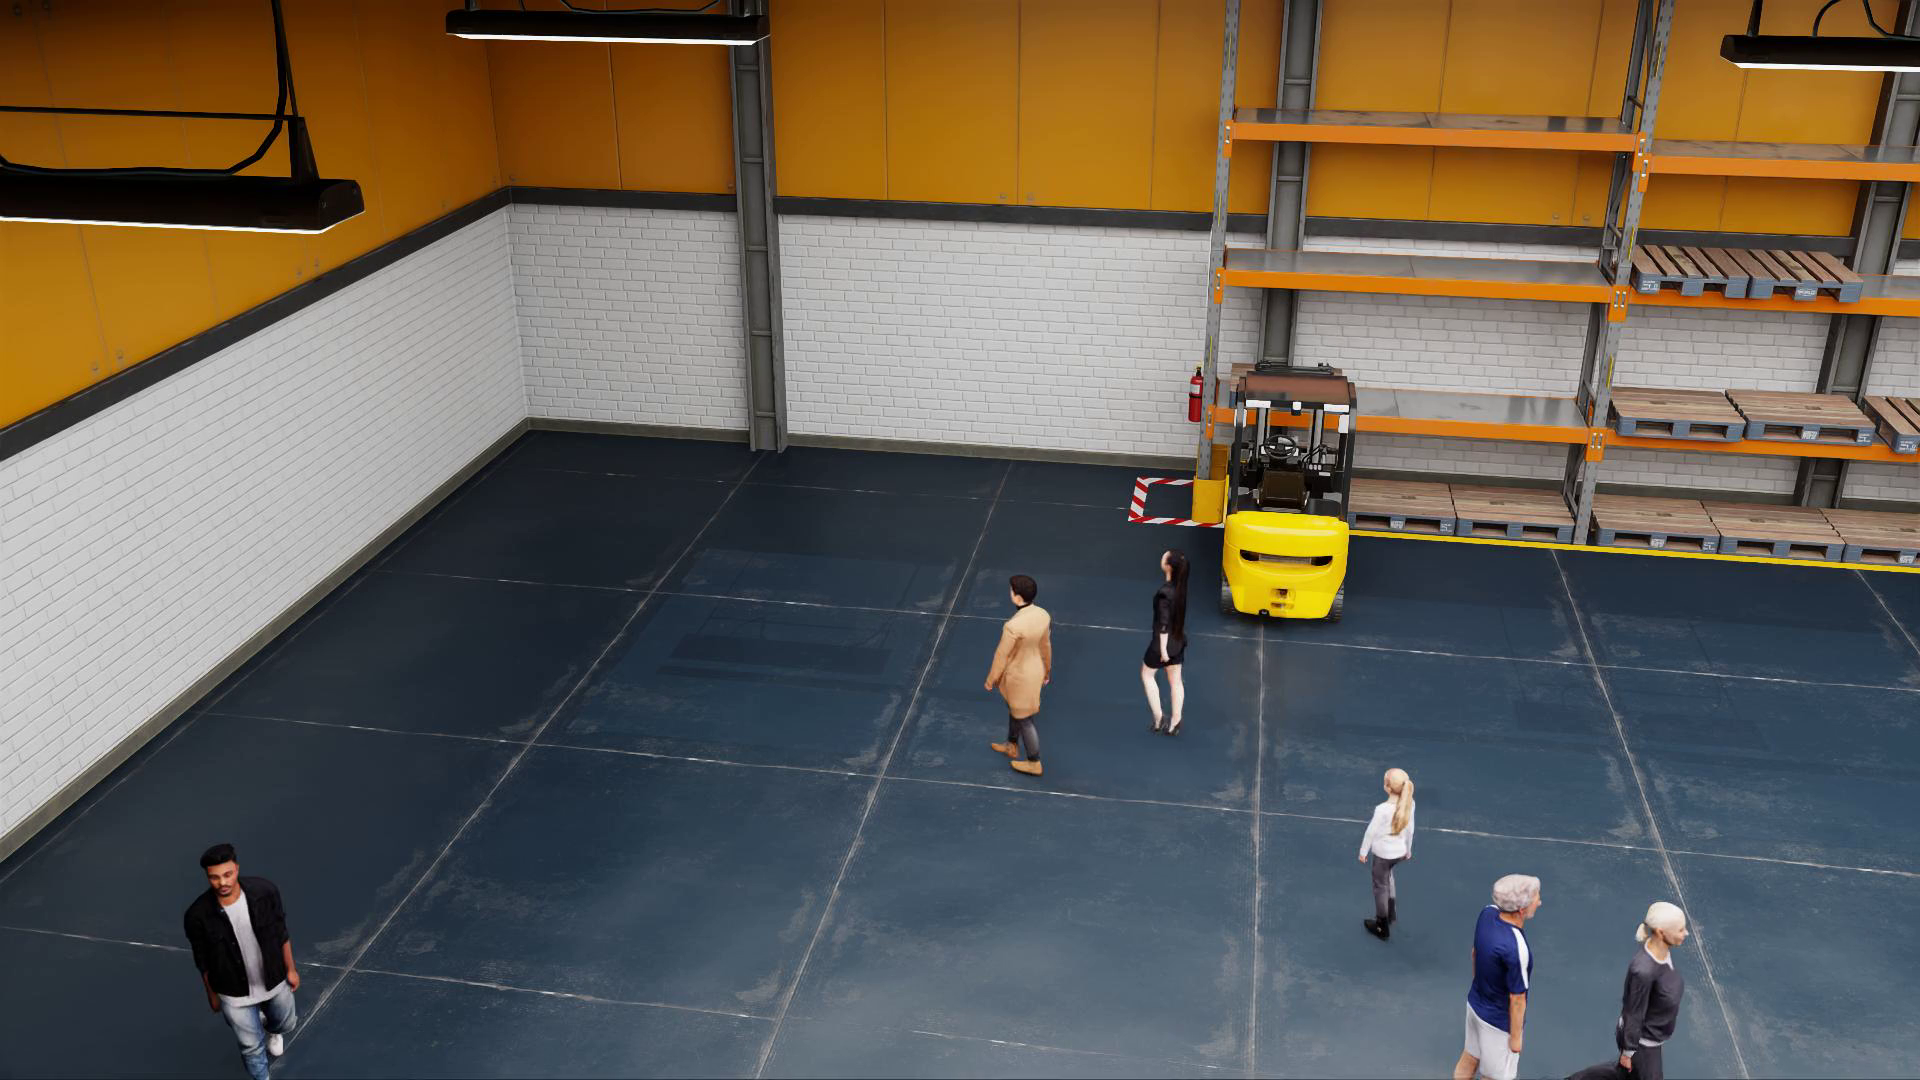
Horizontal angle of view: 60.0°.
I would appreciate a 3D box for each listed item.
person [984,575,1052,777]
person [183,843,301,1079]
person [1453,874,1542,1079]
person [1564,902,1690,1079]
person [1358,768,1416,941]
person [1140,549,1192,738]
[{"bbox_3d":[0.569,1.100,13.132,0.916,1.709,0.817,15,28,31],"label":"person"},{"bbox_3d":[-4.187,2.515,9.790,1.058,1.794,1.113,-15,28,-30],"label":"person"},{"bbox_3d":[3.026,2.661,9.403,0.653,1.836,0.698,-4,24,-9],"label":"person"},{"bbox_3d":[3.767,2.742,9.382,1.096,1.703,0.855,14,27,28],"label":"person"},{"bbox_3d":[2.949,2.151,11.277,0.590,1.268,0.656,-13,27,-28],"label":"person"},{"bbox_3d":[1.794,0.876,13.677,0.747,1.684,0.713,18,29,35],"label":"person"}]
